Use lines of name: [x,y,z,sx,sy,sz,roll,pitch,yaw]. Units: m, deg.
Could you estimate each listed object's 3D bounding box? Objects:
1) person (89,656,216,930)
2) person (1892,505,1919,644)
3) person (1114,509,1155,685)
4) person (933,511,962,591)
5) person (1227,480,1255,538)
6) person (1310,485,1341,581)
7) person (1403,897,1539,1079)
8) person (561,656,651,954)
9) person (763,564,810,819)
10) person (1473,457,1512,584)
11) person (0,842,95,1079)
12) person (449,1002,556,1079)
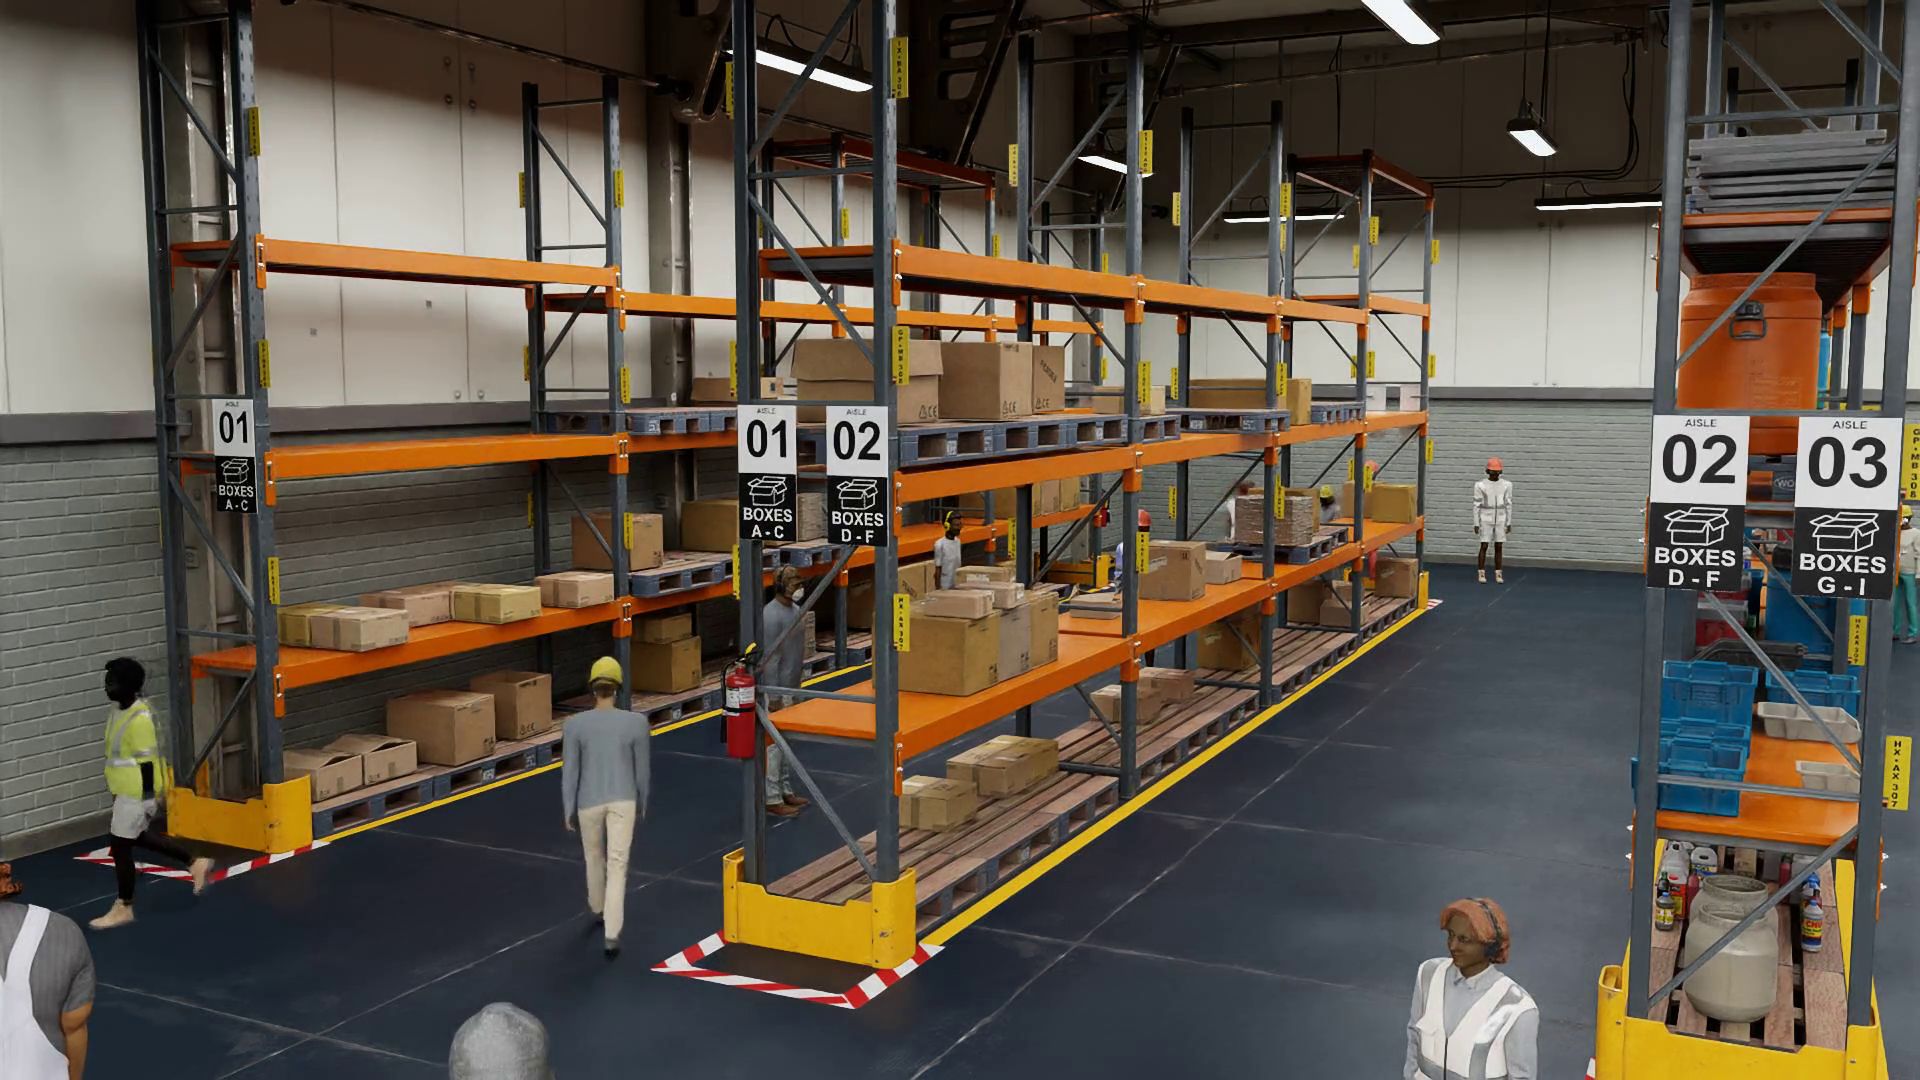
person: [-5.051,1.530,10.340,0.685,1.673,0.536,-4,7,-34]
person: [11.784,0.417,20.824,0.342,1.752,0.532,-3,6,-24]
person: [1.907,0.642,17.721,0.545,1.943,0.348,1,6,13]
person: [-0.124,0.599,18.574,0.332,1.861,0.496,3,7,29]
person: [4.195,0.004,24.664,0.569,1.797,0.937,4,7,35]
person: [5.378,0.047,24.671,0.767,1.703,0.485,-6,8,-44]
person: [1.743,2.025,5.715,0.307,1.644,0.514,-4,7,-35]
person: [-2.108,1.558,9.939,0.519,1.713,0.934,-1,6,-8]
person: [-1.357,1.150,12.800,0.353,1.937,0.635,1,6,12]
person: [8.491,-0.303,26.505,0.602,2.036,0.402,0,6,0]
person: [-3.206,1.860,5.403,0.535,2.000,0.685,4,7,33]
person: [-1.021,2.034,3.708,0.683,2.000,0.537,1,6,6]
